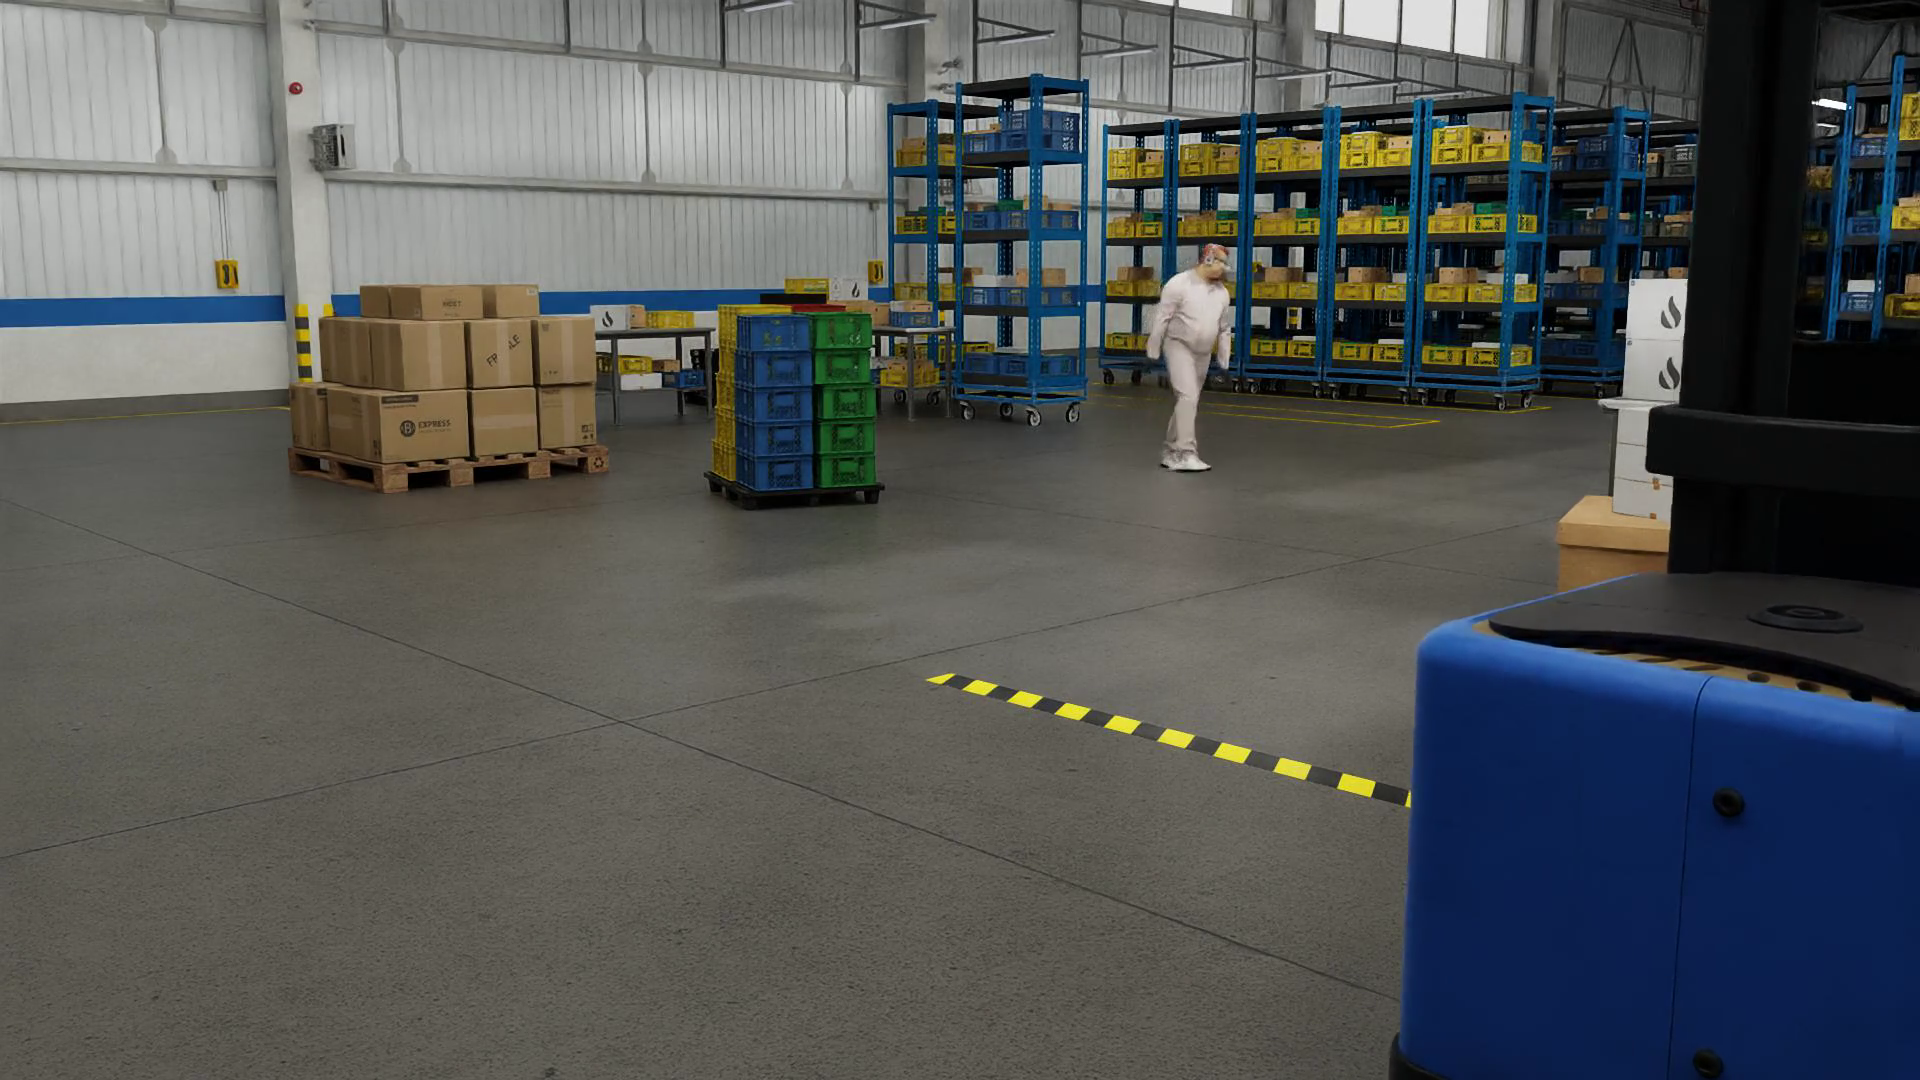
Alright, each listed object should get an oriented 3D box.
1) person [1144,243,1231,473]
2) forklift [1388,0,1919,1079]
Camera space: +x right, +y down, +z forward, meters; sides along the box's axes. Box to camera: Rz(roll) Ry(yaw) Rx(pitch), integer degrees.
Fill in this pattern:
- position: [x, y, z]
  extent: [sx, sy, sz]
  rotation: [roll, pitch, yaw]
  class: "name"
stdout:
- position: [1.927, -1.472, 13.544]
  extent: [0.725, 1.856, 0.778]
  rotation: [-7, 12, -36]
  class: "person"
- position: [1.759, -0.230, 2.991]
  extent: [1.873, 2.768, 1.129]
  rotation: [-9, 13, -42]
  class: "forklift"
